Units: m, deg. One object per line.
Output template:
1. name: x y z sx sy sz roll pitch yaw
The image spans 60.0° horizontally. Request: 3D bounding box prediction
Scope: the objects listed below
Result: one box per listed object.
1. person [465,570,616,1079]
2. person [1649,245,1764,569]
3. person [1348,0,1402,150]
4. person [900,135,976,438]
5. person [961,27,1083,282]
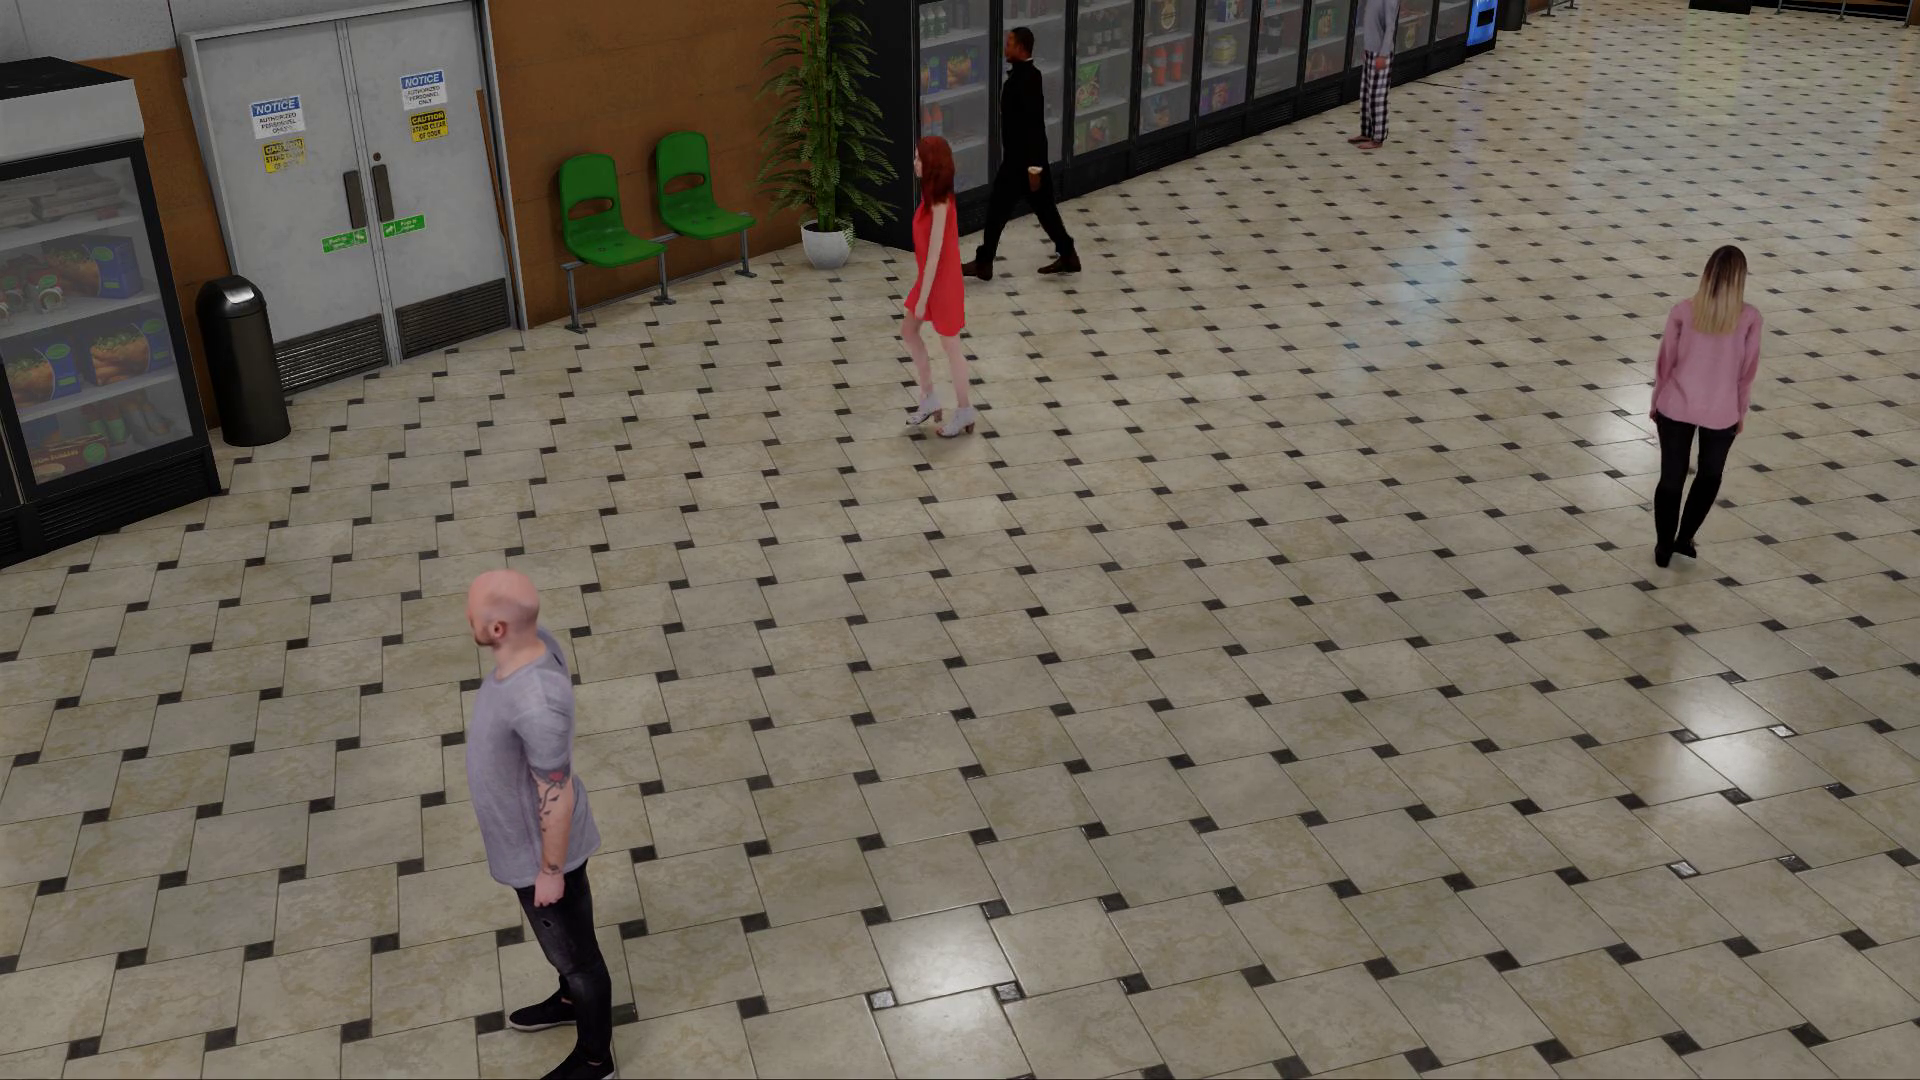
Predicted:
1. person: -1.273 0.887 5.082 0.823 1.837 0.712 -9 28 -16
2. person: 3.639 -0.610 8.205 0.617 1.683 0.737 13 30 24
3. person: 4.100 -4.785 16.256 0.760 1.846 0.698 -2 27 -5
4. person: -0.024 -1.450 9.722 0.816 1.809 0.755 -5 27 -9
5. person: 0.571 -2.808 12.341 1.366 1.862 1.219 2 27 3
